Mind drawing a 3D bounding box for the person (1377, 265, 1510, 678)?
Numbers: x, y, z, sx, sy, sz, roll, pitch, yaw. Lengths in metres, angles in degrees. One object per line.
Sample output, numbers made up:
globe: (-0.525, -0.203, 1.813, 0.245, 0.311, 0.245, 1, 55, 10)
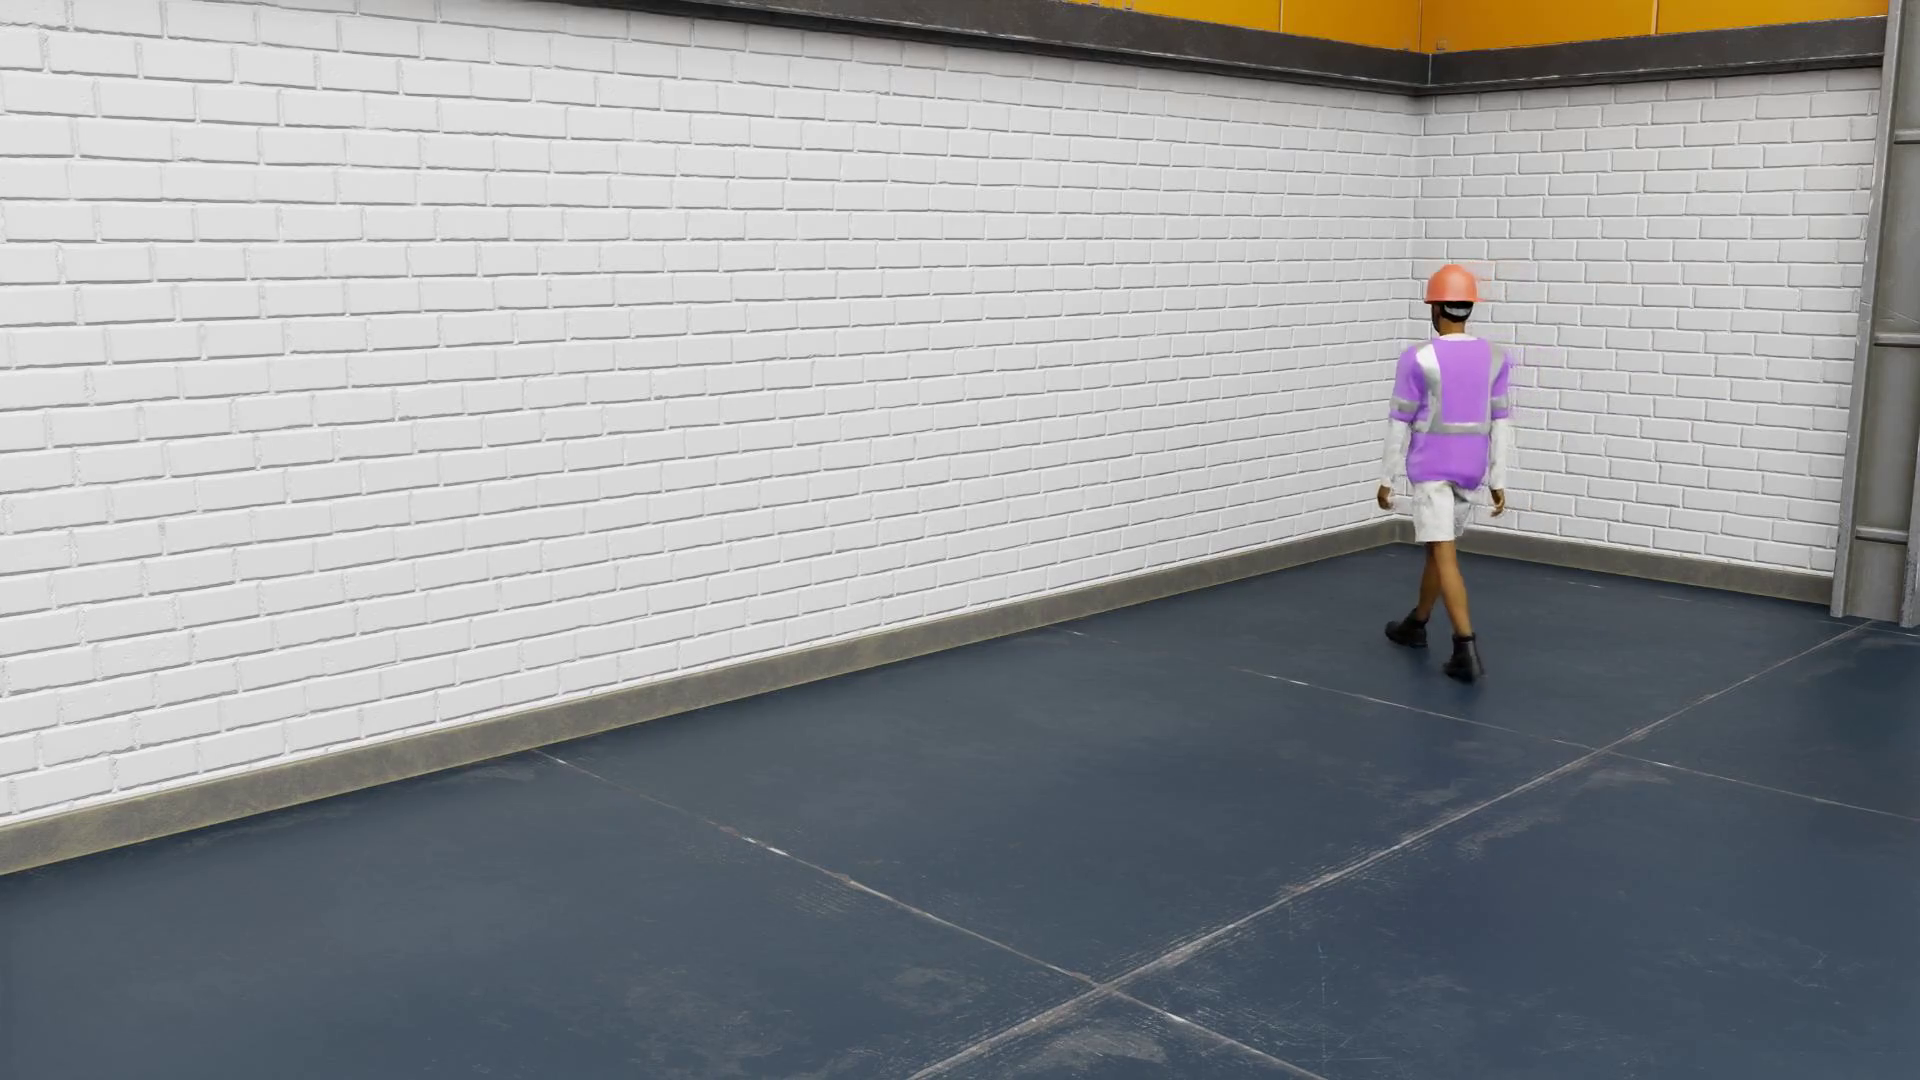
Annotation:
person: (2.269, -0.331, 7.777, 0.560, 1.892, 0.982, -2, 11, -13)
